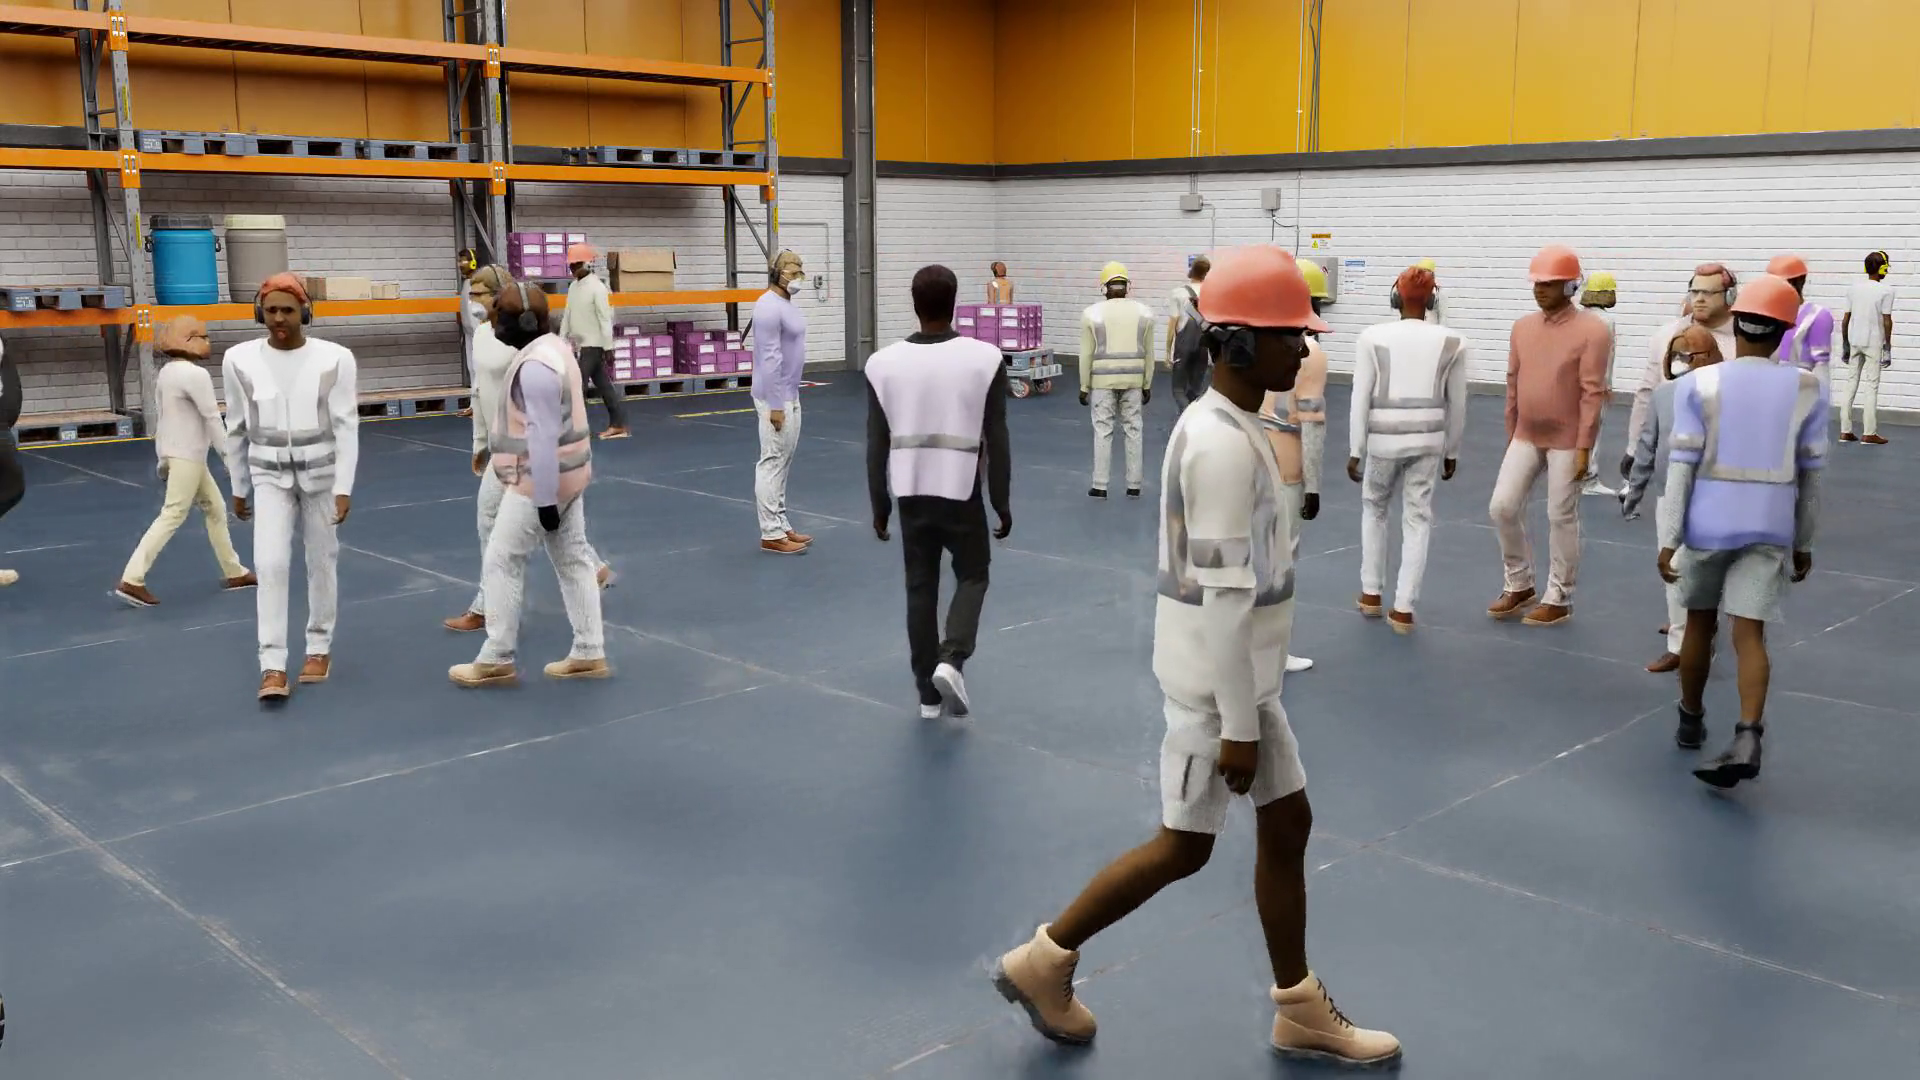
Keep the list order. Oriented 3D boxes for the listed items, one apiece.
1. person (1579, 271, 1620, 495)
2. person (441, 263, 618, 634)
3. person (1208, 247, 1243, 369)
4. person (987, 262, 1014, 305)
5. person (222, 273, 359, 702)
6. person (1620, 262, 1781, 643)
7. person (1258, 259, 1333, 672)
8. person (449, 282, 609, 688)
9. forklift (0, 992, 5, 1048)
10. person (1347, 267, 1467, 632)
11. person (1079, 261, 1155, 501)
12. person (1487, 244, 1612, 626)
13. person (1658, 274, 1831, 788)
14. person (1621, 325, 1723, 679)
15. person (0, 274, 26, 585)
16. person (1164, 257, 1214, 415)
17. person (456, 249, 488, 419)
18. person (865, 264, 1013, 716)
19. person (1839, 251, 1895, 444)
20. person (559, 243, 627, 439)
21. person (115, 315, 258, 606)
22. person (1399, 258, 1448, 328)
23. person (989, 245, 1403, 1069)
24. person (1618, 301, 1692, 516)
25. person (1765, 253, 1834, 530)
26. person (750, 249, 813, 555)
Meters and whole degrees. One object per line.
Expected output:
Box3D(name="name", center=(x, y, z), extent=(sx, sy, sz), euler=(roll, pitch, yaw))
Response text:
Box3D(name="person", center=(4.975, -1.232, 13.070), extent=(0.313, 1.744, 0.487), euler=(-3, 11, -15))
Box3D(name="person", center=(-2.251, -0.495, 8.698), extent=(0.982, 1.897, 0.631), euler=(-8, 13, -36))
Box3D(name="person", center=(2.310, -1.610, 14.649), extent=(0.655, 1.921, 0.616), euler=(-2, 11, -11))
Box3D(name="person", center=(0.585, -3.267, 24.459), extent=(0.523, 1.636, 0.310), euler=(-10, 14, -44))
Box3D(name="person", center=(-2.912, -0.221, 7.265), extent=(0.575, 1.849, 0.859), euler=(-3, 11, -15))
Box3D(name="person", center=(3.637, -0.421, 8.273), extent=(0.630, 1.888, 0.665), euler=(-6, 12, -31))
Box3D(name="person", center=(1.508, -0.332, 7.728), extent=(0.434, 1.911, 0.586), euler=(-5, 12, -27))
Box3D(name="person", center=(-1.989, -0.239, 7.469), extent=(0.815, 1.808, 0.638), euler=(0, 10, -1))
Box3D(name="forklift", center=(-3.245, 0.323, 3.363), extent=(2.313, 2.155, 1.214), euler=(2, 11, 13))
Box3D(name="person", center=(2.314, -0.487, 8.702), extent=(0.603, 1.849, 0.787), euler=(1, 10, 4))
Box3D(name="person", center=(1.186, -1.202, 12.691), extent=(0.586, 1.823, 0.403), euler=(-2, 11, -10))
Box3D(name="person", center=(3.007, -0.517, 8.557), extent=(0.517, 1.978, 0.617), euler=(-8, 13, -36))
Box3D(name="person", center=(2.914, -0.033, 6.180), extent=(0.568, 1.894, 0.943), euler=(3, 11, 14))
Box3D(name="person", center=(3.298, -0.164, 7.595), extent=(0.390, 1.622, 0.516), euler=(-4, 11, -20))
Box3D(name="person", center=(-5.601, -0.706, 9.395), extent=(0.699, 2.000, 0.560), euler=(7, 12, 33))
Box3D(name="person", center=(2.217, -1.754, 15.708), extent=(0.552, 1.823, 0.614), euler=(-1, 10, -8))
Box3D(name="person", center=(-5.397, -2.277, 18.431), extent=(0.328, 1.872, 0.514), euler=(-9, 14, -42))
Box3D(name="person", center=(-0.091, -0.180, 6.893), extent=(0.618, 1.905, 0.489), euler=(2, 11, 9))
Box3D(name="person", center=(8.842, -1.871, 16.211), extent=(0.333, 1.872, 0.515), euler=(-5, 12, -27))
Box3D(name="person", center=(-3.731, -1.927, 16.331), extent=(1.044, 1.930, 0.620), euler=(-7, 13, -35))
Box3D(name="person", center=(-4.330, -0.451, 9.231), extent=(0.866, 1.591, 0.498), euler=(-9, 14, -41))
Box3D(name="person", center=(5.157, -2.247, 18.548), extent=(0.533, 1.767, 0.326), euler=(3, 11, 14))
Box3D(name="person", center=(0.564, 0.307, 3.984), extent=(0.970, 2.010, 0.621), euler=(2, 11, 12))
Box3D(name="person", center=(5.172, -0.952, 11.931), extent=(0.836, 1.597, 0.513), euler=(-4, 11, -20))
Box3D(name="person", center=(5.472, -0.949, 11.098), extent=(0.476, 1.906, 0.544), euler=(-3, 11, -18))
Box3D(name="person", center=(-1.142, -0.881, 10.639), extent=(0.376, 1.936, 0.627), euler=(1, 10, 6))
